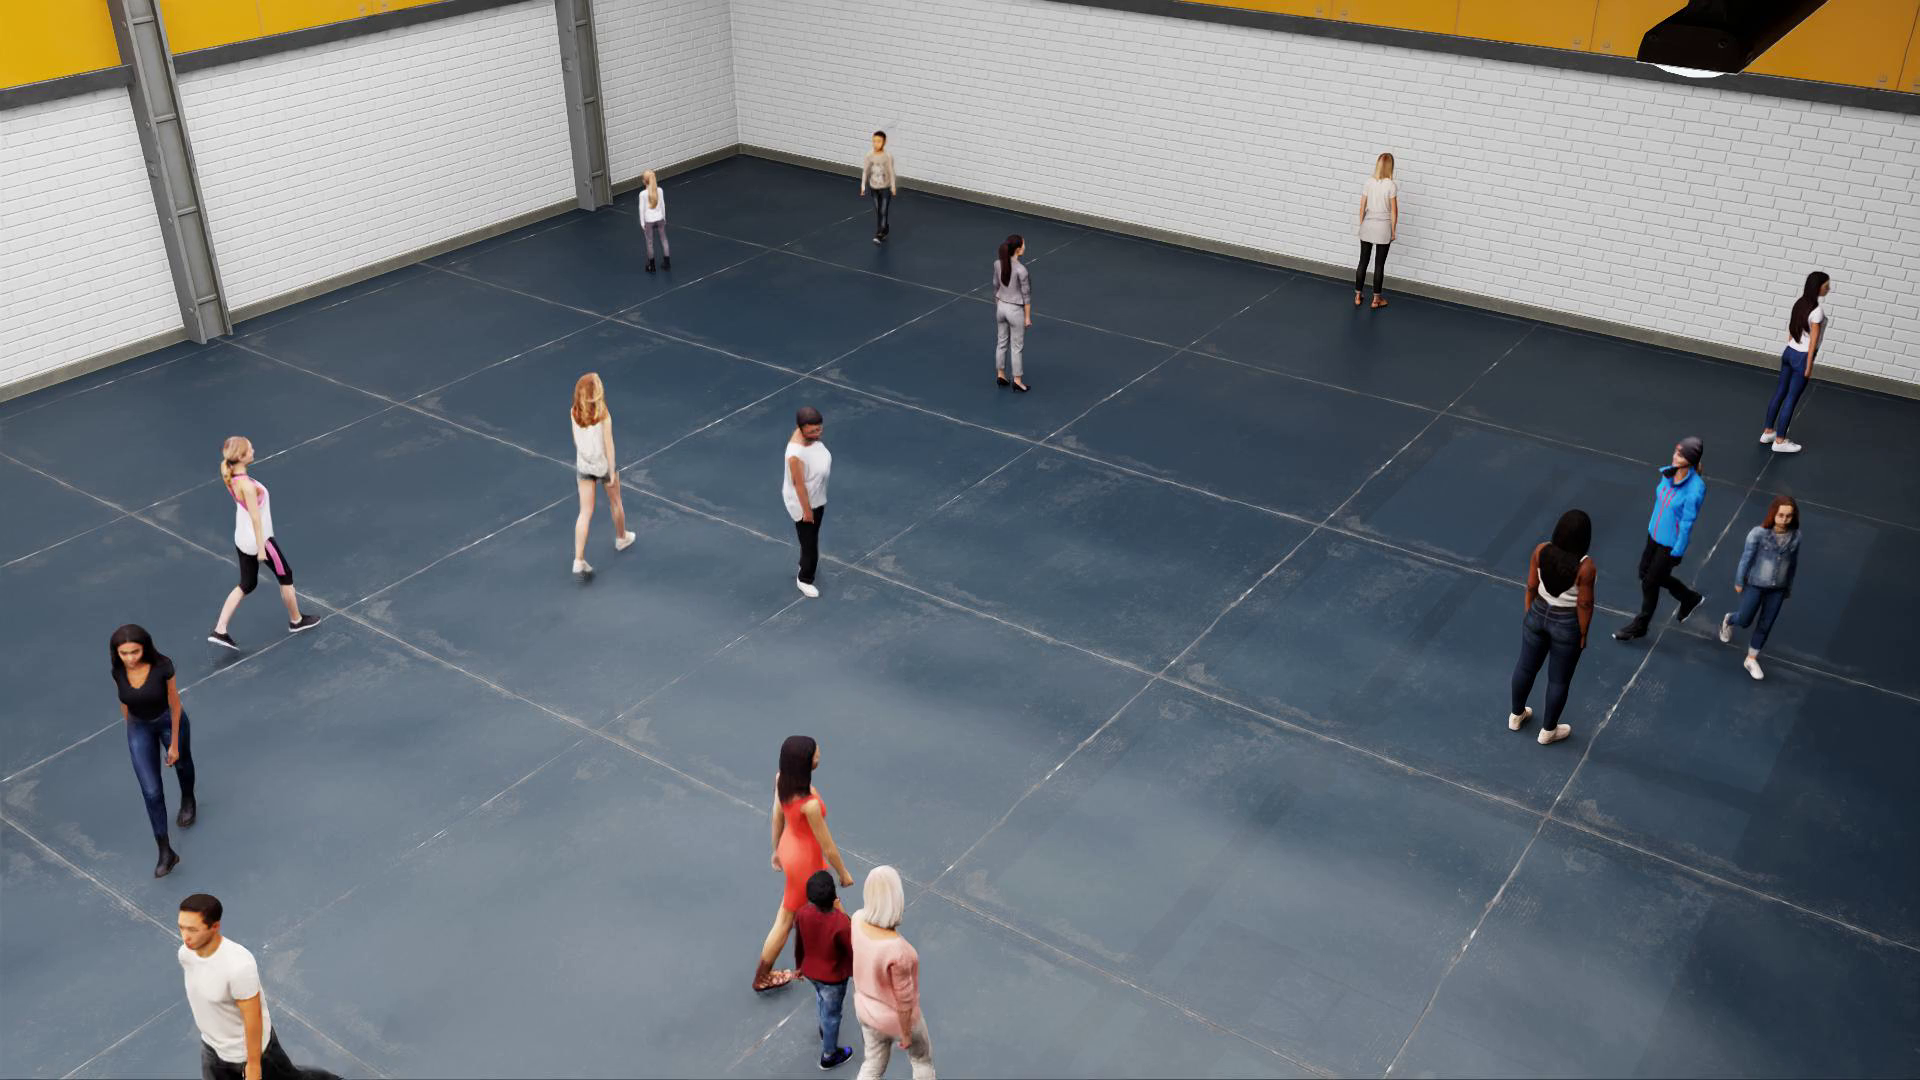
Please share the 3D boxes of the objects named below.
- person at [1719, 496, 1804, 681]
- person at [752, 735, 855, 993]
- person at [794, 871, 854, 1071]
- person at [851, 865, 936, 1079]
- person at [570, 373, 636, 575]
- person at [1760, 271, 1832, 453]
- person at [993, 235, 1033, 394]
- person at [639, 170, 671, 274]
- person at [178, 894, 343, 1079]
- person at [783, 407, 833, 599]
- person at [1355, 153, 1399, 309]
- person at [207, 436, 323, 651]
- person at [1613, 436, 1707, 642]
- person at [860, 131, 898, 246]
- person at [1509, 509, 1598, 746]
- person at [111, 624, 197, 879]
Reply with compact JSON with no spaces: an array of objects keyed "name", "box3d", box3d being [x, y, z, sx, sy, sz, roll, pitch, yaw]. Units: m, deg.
[{"name":"person","box3d":[6.062,0.305,12.583,0.810,1.463,0.912,0,29,0]},{"name":"person","box3d":[-0.969,1.892,9.465,1.205,1.663,0.906,-16,33,-27]},{"name":"person","box3d":[-0.764,2.364,9.037,0.545,1.244,0.561,21,35,33]},{"name":"person","box3d":[-0.437,2.420,8.465,0.863,1.694,0.689,-23,36,-36]},{"name":"person","box3d":[-3.084,-0.521,13.827,0.822,1.723,1.185,9,30,15]},{"name":"person","box3d":[8.036,-1.717,15.965,0.728,1.775,0.637,0,29,0]},{"name":"person","box3d":[0.532,-2.341,17.208,0.646,1.680,0.620,24,37,37]},{"name":"person","box3d":[-3.785,-3.949,20.577,0.533,1.276,0.621,-16,32,-26]},{"name":"person","box3d":[-3.518,2.450,8.331,0.855,1.769,1.222,10,30,18]},{"name":"person","box3d":[-1.253,-0.384,13.630,0.962,1.671,0.810,-4,29,-7]},{"name":"person","box3d":[4.851,-3.608,19.376,0.603,1.827,0.523,17,33,28]},{"name":"person","box3d":[-5.498,0.054,12.738,0.685,1.756,1.130,22,36,34]},{"name":"person","box3d":[5.519,0.019,12.775,1.027,1.783,0.985,-2,29,-3]},{"name":"person","box3d":[-1.004,-4.584,21.573,0.751,1.438,1.006,9,30,16]},{"name":"person","box3d":[4.178,0.595,11.689,0.682,1.810,0.703,-22,36,-35]},{"name":"person","box3d":[-5.125,1.212,10.695,1.056,1.680,1.060,-6,29,-10]}]
